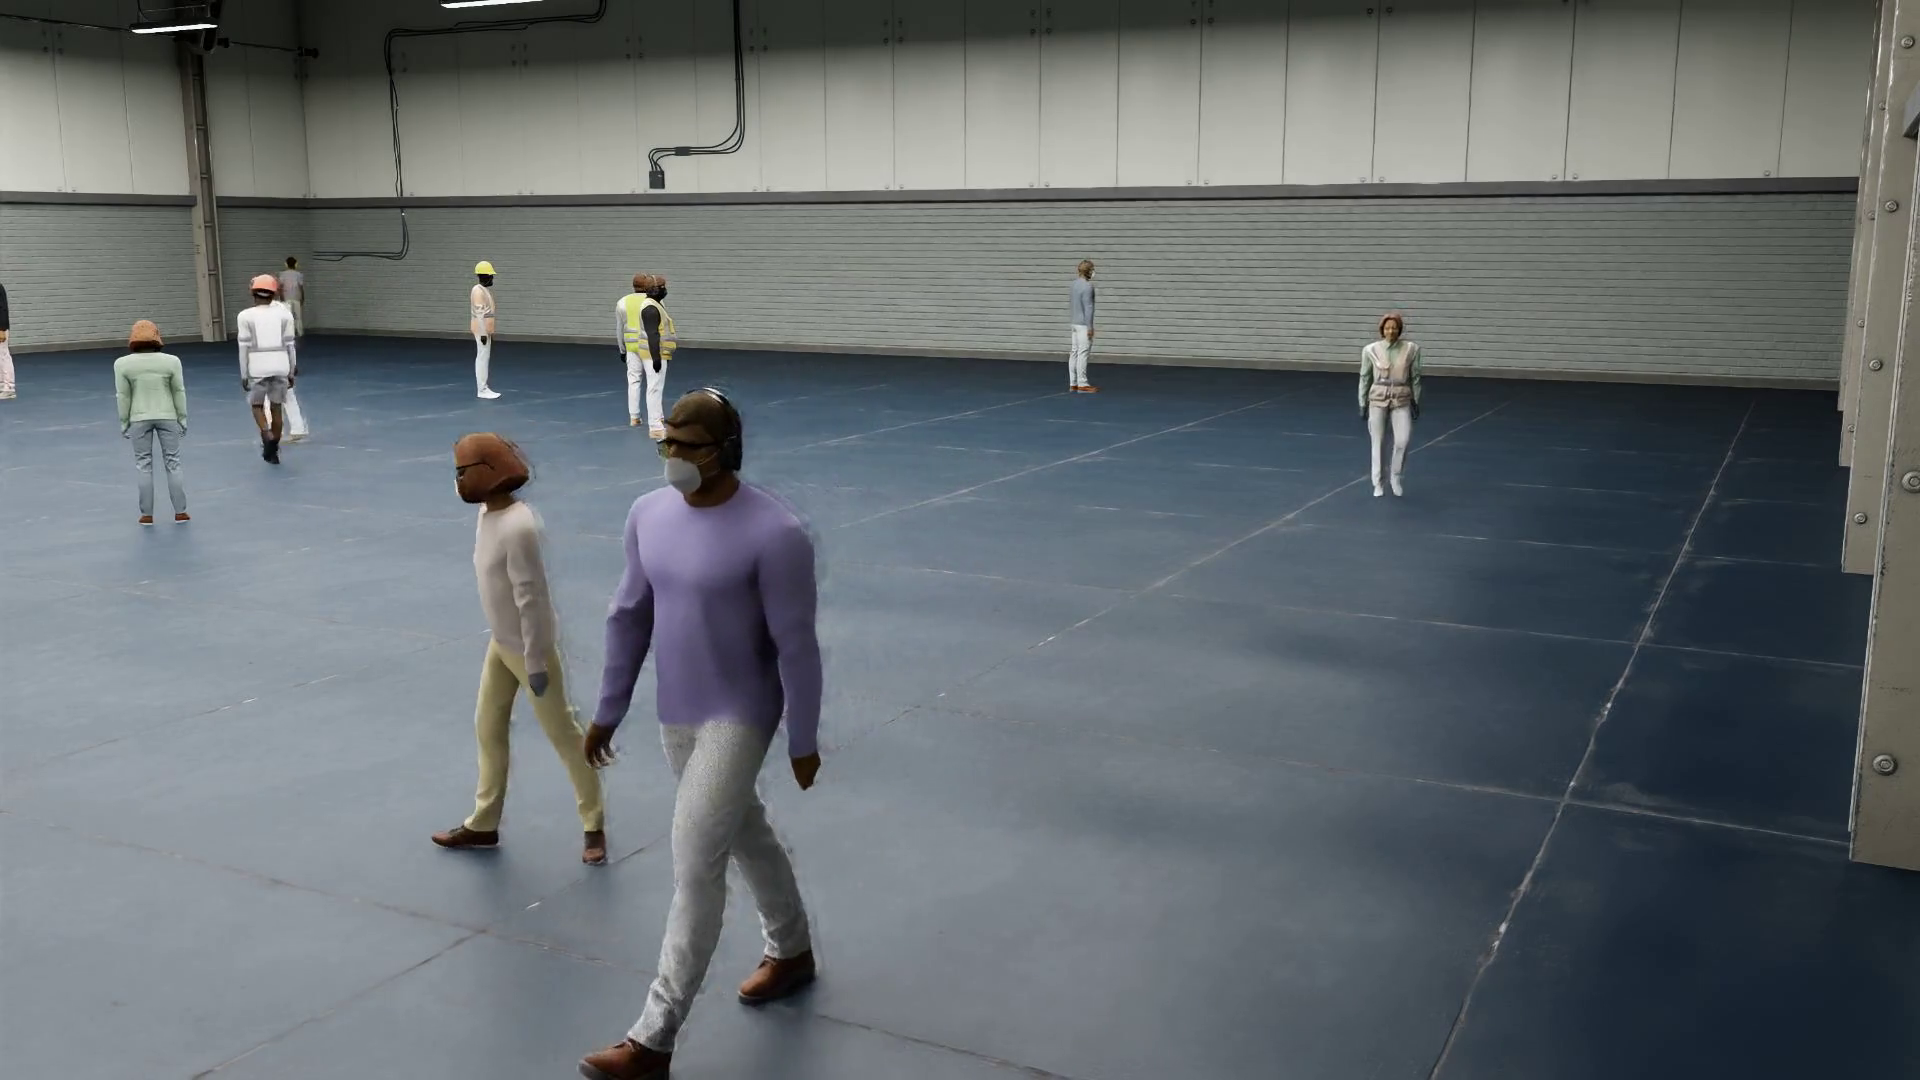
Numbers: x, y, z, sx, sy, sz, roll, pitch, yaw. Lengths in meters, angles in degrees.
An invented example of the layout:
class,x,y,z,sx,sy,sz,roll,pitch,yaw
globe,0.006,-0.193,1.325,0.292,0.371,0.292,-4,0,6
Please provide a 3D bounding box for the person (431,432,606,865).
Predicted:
class,x,y,z,sx,sy,sz,roll,pitch,yaw
person,-1.607,0.402,6.086,0.579,1.591,0.548,-7,12,-32

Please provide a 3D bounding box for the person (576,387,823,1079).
class,x,y,z,sx,sy,sz,roll,pitch,yaw
person,-0.721,0.517,4.670,0.639,1.886,1.035,8,13,39

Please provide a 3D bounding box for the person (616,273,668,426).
class,x,y,z,sx,sy,sz,roll,pitch,yaw
person,-3.810,-2.291,20.084,0.633,1.840,0.429,2,11,9

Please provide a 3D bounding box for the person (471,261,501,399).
class,x,y,z,sx,sy,sz,roll,pitch,yaw
person,-6.715,-2.968,23.535,0.381,1.928,0.587,-1,10,-7

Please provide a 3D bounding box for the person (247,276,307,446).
class,x,y,z,sx,sy,sz,roll,pitch,yaw
person,-7.566,-1.956,18.198,0.767,1.853,0.585,-8,13,-38

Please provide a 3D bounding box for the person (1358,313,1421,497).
class,x,y,z,sx,sy,sz,roll,pitch,yaw
person,3.752,-1.169,14.558,0.540,1.621,0.435,2,11,9

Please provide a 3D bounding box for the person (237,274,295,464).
class,x,y,z,sx,sy,sz,roll,pitch,yaw
person,-6.915,-1.695,16.659,0.547,1.909,0.571,-7,12,-33

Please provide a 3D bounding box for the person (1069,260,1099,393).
class,x,y,z,sx,sy,sz,roll,pitch,yaw
person,1.796,-3.125,24.365,0.372,1.939,0.629,-4,11,-19

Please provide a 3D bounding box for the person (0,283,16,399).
class,x,y,z,sx,sy,sz,roll,pitch,yaw
person,-13.615,-2.984,23.439,0.612,1.996,0.388,9,14,40

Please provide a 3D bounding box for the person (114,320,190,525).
class,x,y,z,sx,sy,sz,roll,pitch,yaw
person,-6.416,-0.931,13.236,0.497,1.632,0.289,-5,11,-25

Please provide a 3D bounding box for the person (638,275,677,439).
class,x,y,z,sx,sy,sz,roll,pitch,yaw
person,-3.436,-2.079,18.913,0.429,1.846,0.633,-2,11,-9

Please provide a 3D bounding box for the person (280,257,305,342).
class,x,y,z,sx,sy,sz,roll,pitch,yaw
person,-14.430,-5.187,35.934,0.543,1.818,0.968,-3,11,-16
